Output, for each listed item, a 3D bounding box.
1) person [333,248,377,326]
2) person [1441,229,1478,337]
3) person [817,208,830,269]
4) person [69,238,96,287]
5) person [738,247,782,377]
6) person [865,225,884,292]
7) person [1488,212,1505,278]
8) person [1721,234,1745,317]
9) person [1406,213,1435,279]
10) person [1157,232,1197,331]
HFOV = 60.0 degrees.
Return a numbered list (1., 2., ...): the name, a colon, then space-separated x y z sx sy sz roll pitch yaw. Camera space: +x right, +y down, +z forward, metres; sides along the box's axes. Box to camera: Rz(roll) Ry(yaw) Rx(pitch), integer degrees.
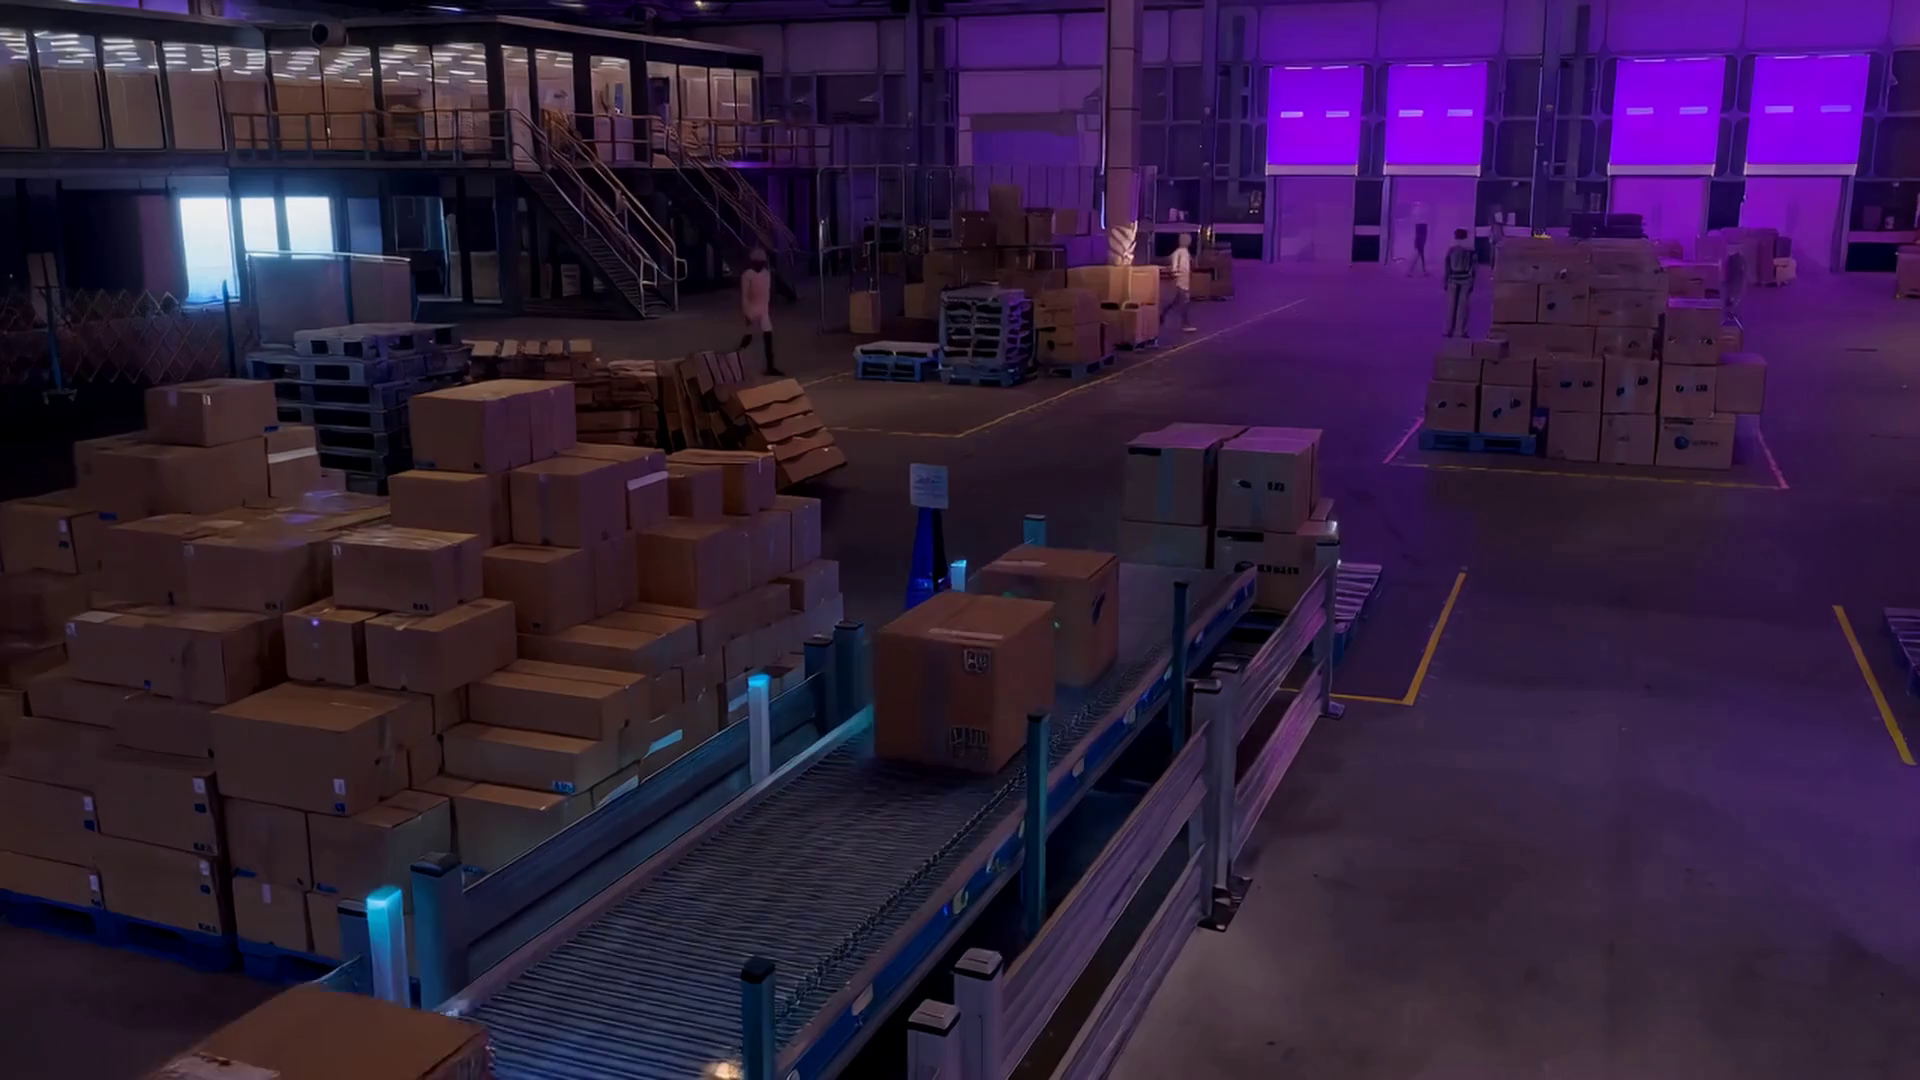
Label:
1. person: -8.805 -3.302 24.245 0.573 1.887 0.355 -7 14 -28
2. person: 9.080 -4.667 30.228 0.406 1.947 0.607 -12 17 -43
3. person: -4.196 -9.180 50.707 0.505 1.845 0.346 -9 15 -35
4. person: -18.284 -5.593 34.538 0.640 1.876 0.863 6 14 26
5. person: -3.046 -3.377 24.563 0.932 1.909 0.561 11 16 40
6. person: -1.739 -5.422 33.713 0.390 1.910 0.590 0 13 2
7. person: 15.064 -8.284 46.708 0.429 1.843 0.638 2 13 7
8. person: 13.114 -4.236 28.351 0.554 1.920 0.422 -11 17 -40
9. person: 12.865 -8.197 46.358 0.545 1.816 0.970 -12 17 -43
10. person: 4.073 -4.823 31.128 0.733 1.865 0.585 -3 13 -14
